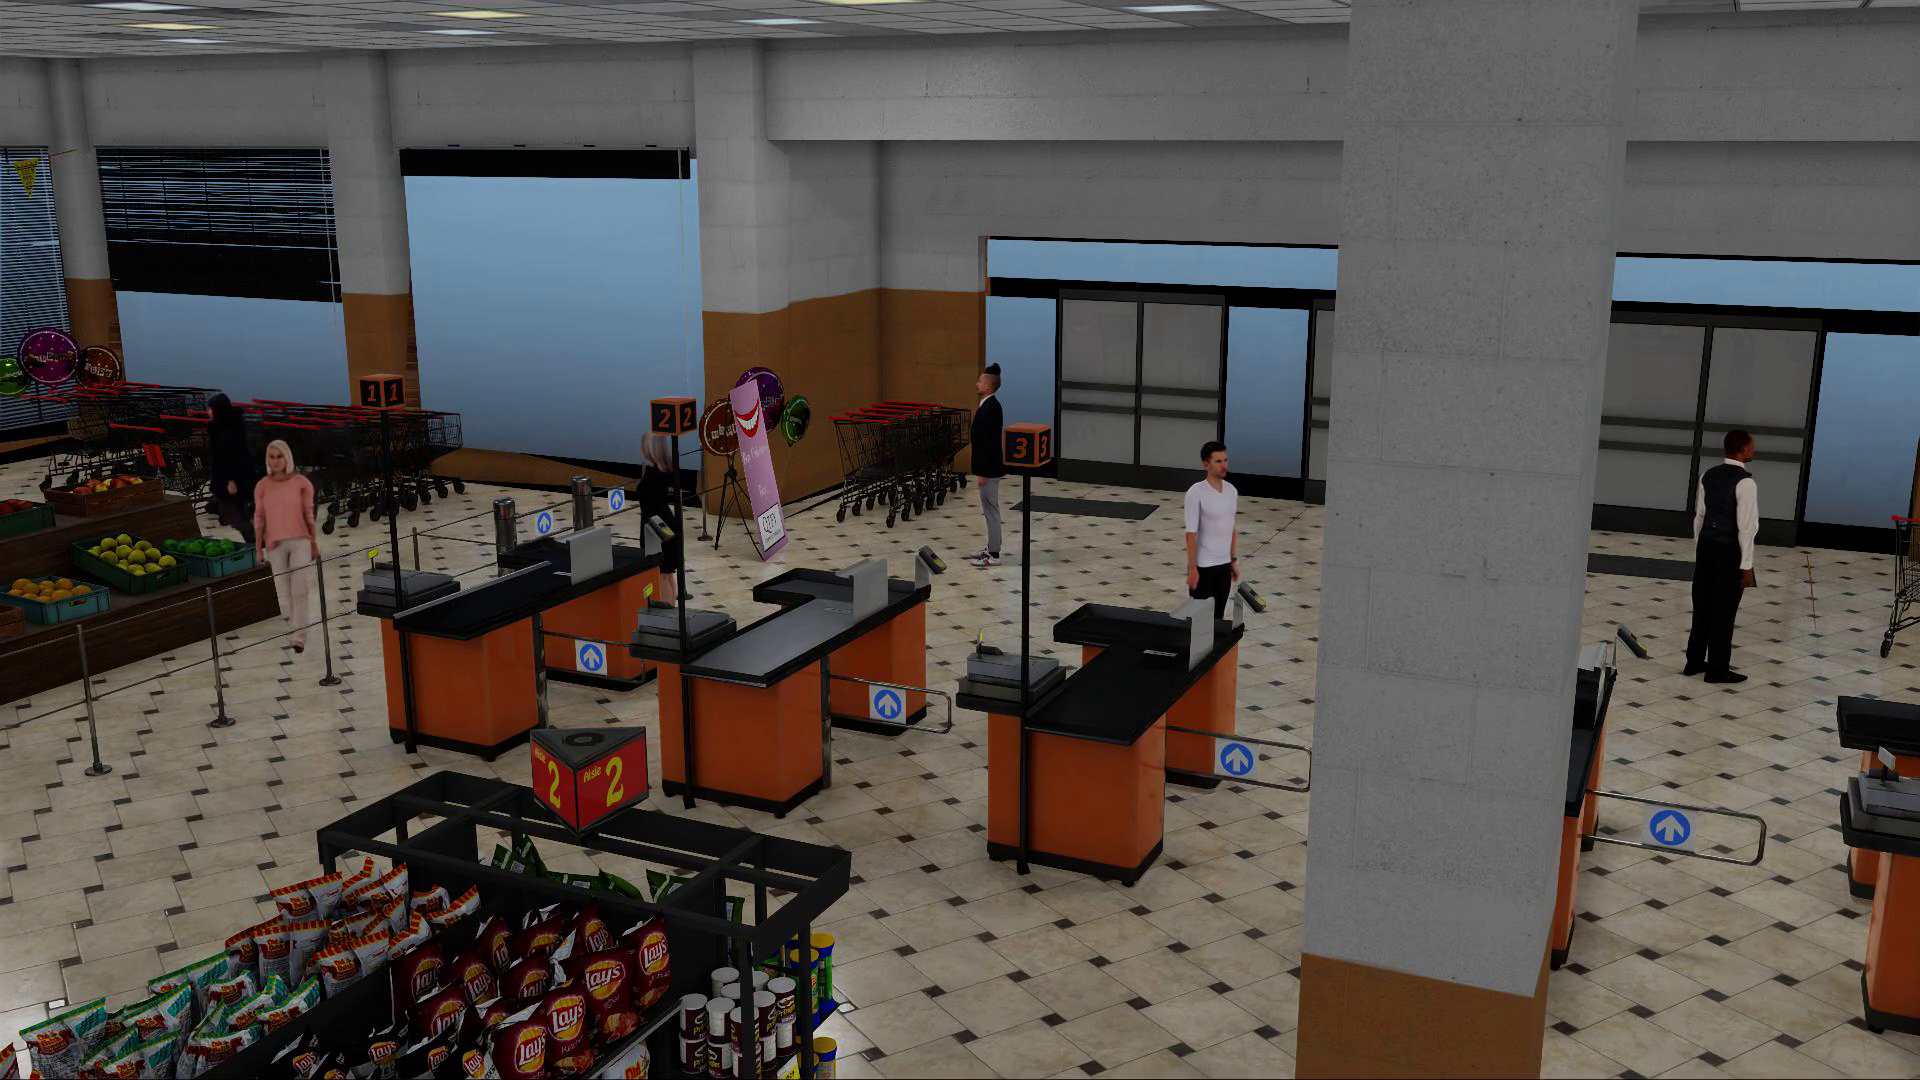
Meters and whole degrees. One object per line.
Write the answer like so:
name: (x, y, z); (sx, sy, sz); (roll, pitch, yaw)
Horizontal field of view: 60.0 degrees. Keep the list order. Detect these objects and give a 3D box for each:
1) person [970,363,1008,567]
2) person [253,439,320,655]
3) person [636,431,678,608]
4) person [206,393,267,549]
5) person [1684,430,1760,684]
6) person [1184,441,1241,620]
person: (0.286, -0.733, 15.984); (0.847, 1.950, 0.693); (0, 14, 1)
person: (-5.382, 0.037, 13.369); (0.970, 1.686, 1.140); (-2, 14, -10)
person: (-2.457, -0.035, 13.538); (0.746, 1.746, 0.630); (1, 14, 2)
person: (-6.883, -0.585, 15.980); (0.899, 1.665, 0.833); (-3, 14, -11)
person: (5.759, 0.112, 12.571); (0.833, 1.917, 0.767); (-5, 14, -18)
person: (1.870, 0.170, 12.472); (0.693, 1.851, 0.819); (-10, 17, -34)
